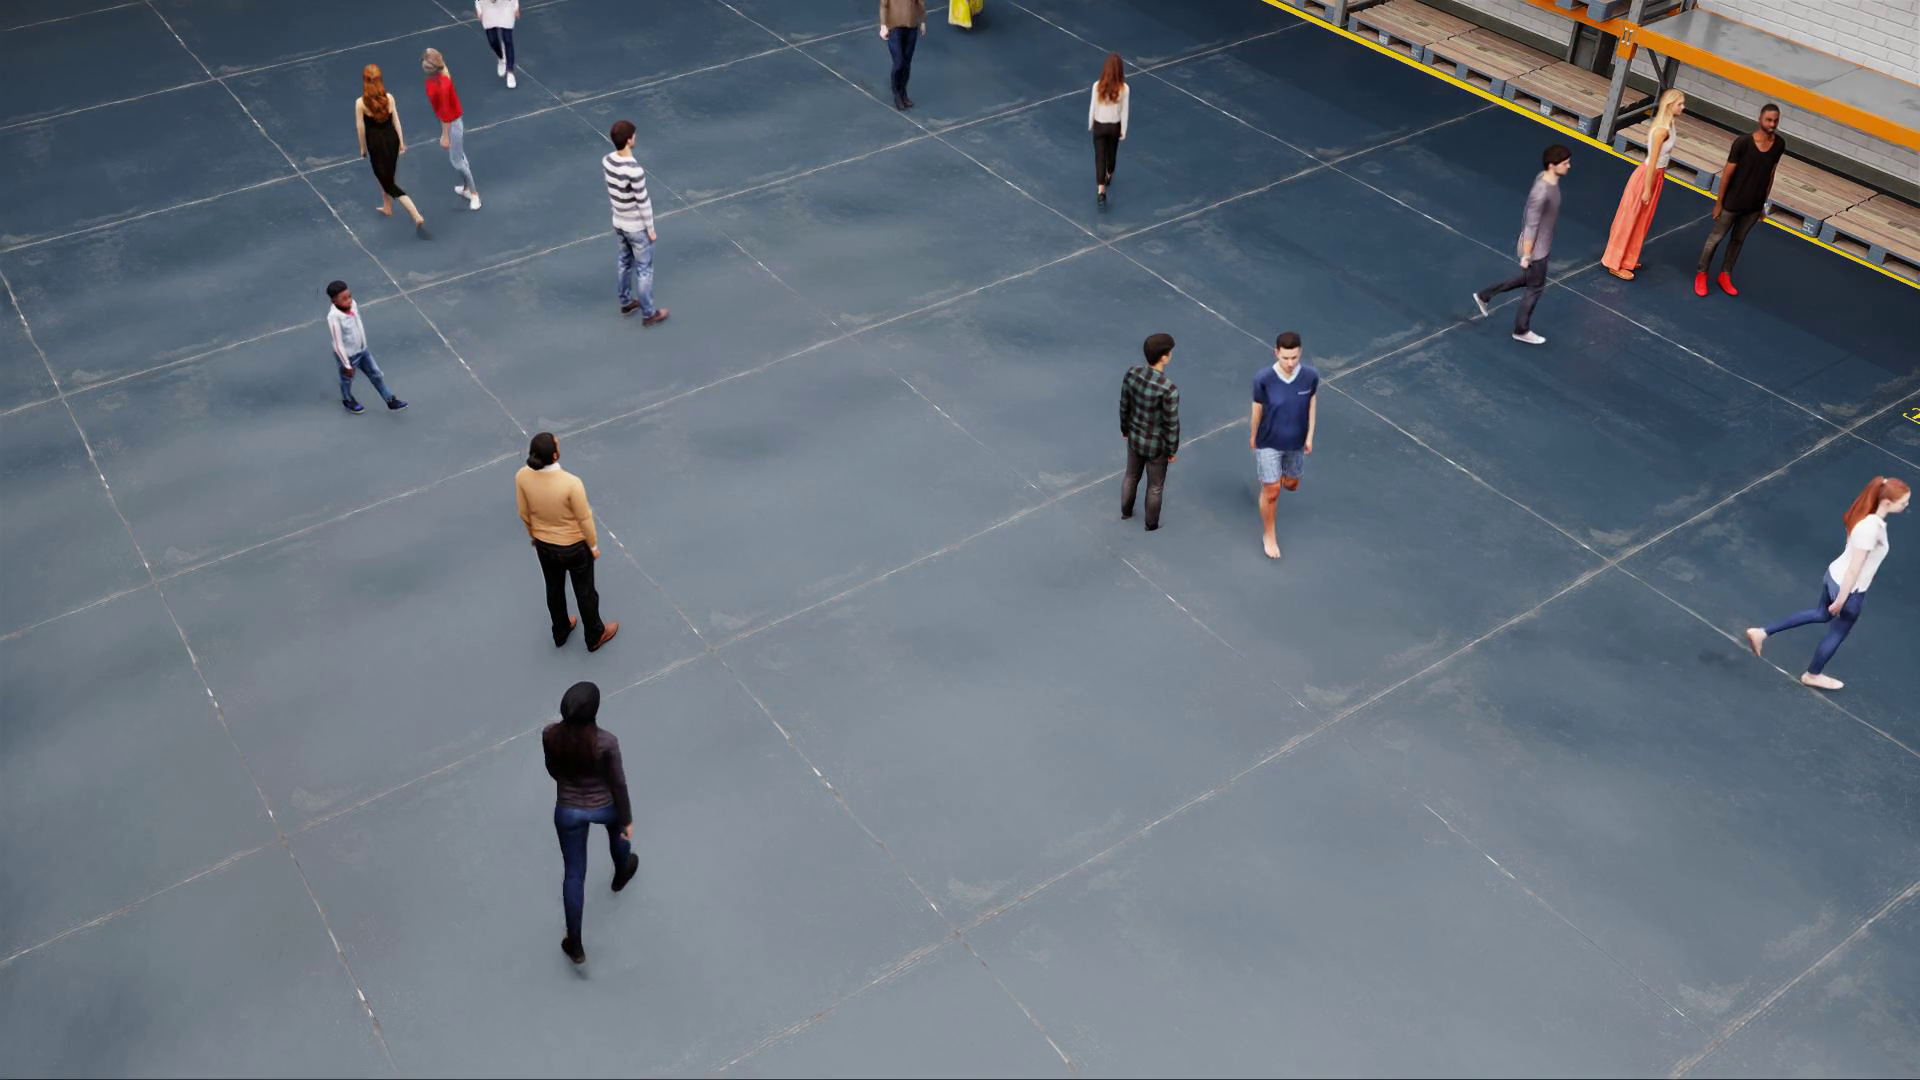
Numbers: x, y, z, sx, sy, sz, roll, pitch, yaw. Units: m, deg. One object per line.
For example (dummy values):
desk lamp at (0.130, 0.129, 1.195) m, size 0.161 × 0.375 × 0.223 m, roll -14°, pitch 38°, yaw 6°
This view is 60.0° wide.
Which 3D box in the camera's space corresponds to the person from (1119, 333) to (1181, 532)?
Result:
person at (1.391, -0.767, 12.349) m, size 0.560 × 1.709 × 0.758 m, roll 30°, pitch 47°, yaw 32°

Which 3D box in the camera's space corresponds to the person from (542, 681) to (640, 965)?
person at (-2.091, 1.580, 9.261) m, size 1.061 × 1.694 × 1.184 m, roll -2°, pitch 39°, yaw -2°

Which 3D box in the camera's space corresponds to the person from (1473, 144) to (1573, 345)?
person at (4.878, -2.568, 14.349) m, size 1.066 × 1.827 × 0.958 m, roll 15°, pitch 41°, yaw 18°

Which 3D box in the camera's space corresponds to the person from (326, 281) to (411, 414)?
person at (-5.010, -1.564, 13.571) m, size 0.925 × 1.228 × 0.758 m, roll 16°, pitch 41°, yaw 19°

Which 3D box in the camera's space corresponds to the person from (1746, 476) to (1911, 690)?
person at (5.676, 0.273, 10.878) m, size 0.992 × 1.719 × 0.909 m, roll 9°, pitch 39°, yaw 11°

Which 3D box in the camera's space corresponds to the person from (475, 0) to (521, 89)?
person at (-5.210, -6.016, 18.712) m, size 0.746 × 1.770 × 0.808 m, roll -8°, pitch 39°, yaw -10°

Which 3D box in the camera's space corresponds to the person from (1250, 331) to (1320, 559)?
person at (2.315, -0.778, 12.114) m, size 0.916 × 1.818 × 1.094 m, roll -4°, pitch 39°, yaw -5°

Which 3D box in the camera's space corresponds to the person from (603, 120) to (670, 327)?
person at (-2.891, -2.783, 14.603) m, size 0.550 × 1.844 × 0.747 m, roll 30°, pitch 47°, yaw 32°

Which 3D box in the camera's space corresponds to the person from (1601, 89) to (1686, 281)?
person at (6.307, -3.280, 15.261) m, size 0.699 × 1.802 × 0.709 m, roll 23°, pitch 44°, yaw 26°

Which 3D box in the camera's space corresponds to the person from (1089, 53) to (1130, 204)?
person at (1.456, -4.054, 16.508) m, size 0.906 × 1.455 × 1.040 m, roll 1°, pitch 39°, yaw 1°

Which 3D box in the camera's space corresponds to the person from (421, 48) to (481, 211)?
person at (-5.026, -4.108, 16.396) m, size 0.814 × 1.679 × 0.551 m, roll -6°, pitch 39°, yaw -7°

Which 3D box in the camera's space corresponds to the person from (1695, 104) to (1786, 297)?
person at (7.050, -3.072, 14.998) m, size 0.720 × 1.805 × 0.724 m, roll -1°, pitch 39°, yaw -2°

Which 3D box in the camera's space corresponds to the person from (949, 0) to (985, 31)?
person at (0.105, -6.946, 19.985) m, size 0.951 × 1.635 × 1.231 m, roll -10°, pitch 40°, yaw -13°

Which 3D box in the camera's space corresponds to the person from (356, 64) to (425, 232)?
person at (-5.497, -3.726, 15.993) m, size 1.112 × 1.584 × 0.730 m, roll 27°, pitch 46°, yaw 29°

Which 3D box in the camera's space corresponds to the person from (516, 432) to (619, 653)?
person at (-2.673, 0.013, 11.175) m, size 0.735 × 1.754 × 0.813 m, roll 9°, pitch 40°, yaw 11°

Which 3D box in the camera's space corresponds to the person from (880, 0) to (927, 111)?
person at (-0.680, -5.670, 18.194) m, size 0.670 × 1.875 × 0.607 m, roll -21°, pitch 43°, yaw -24°
